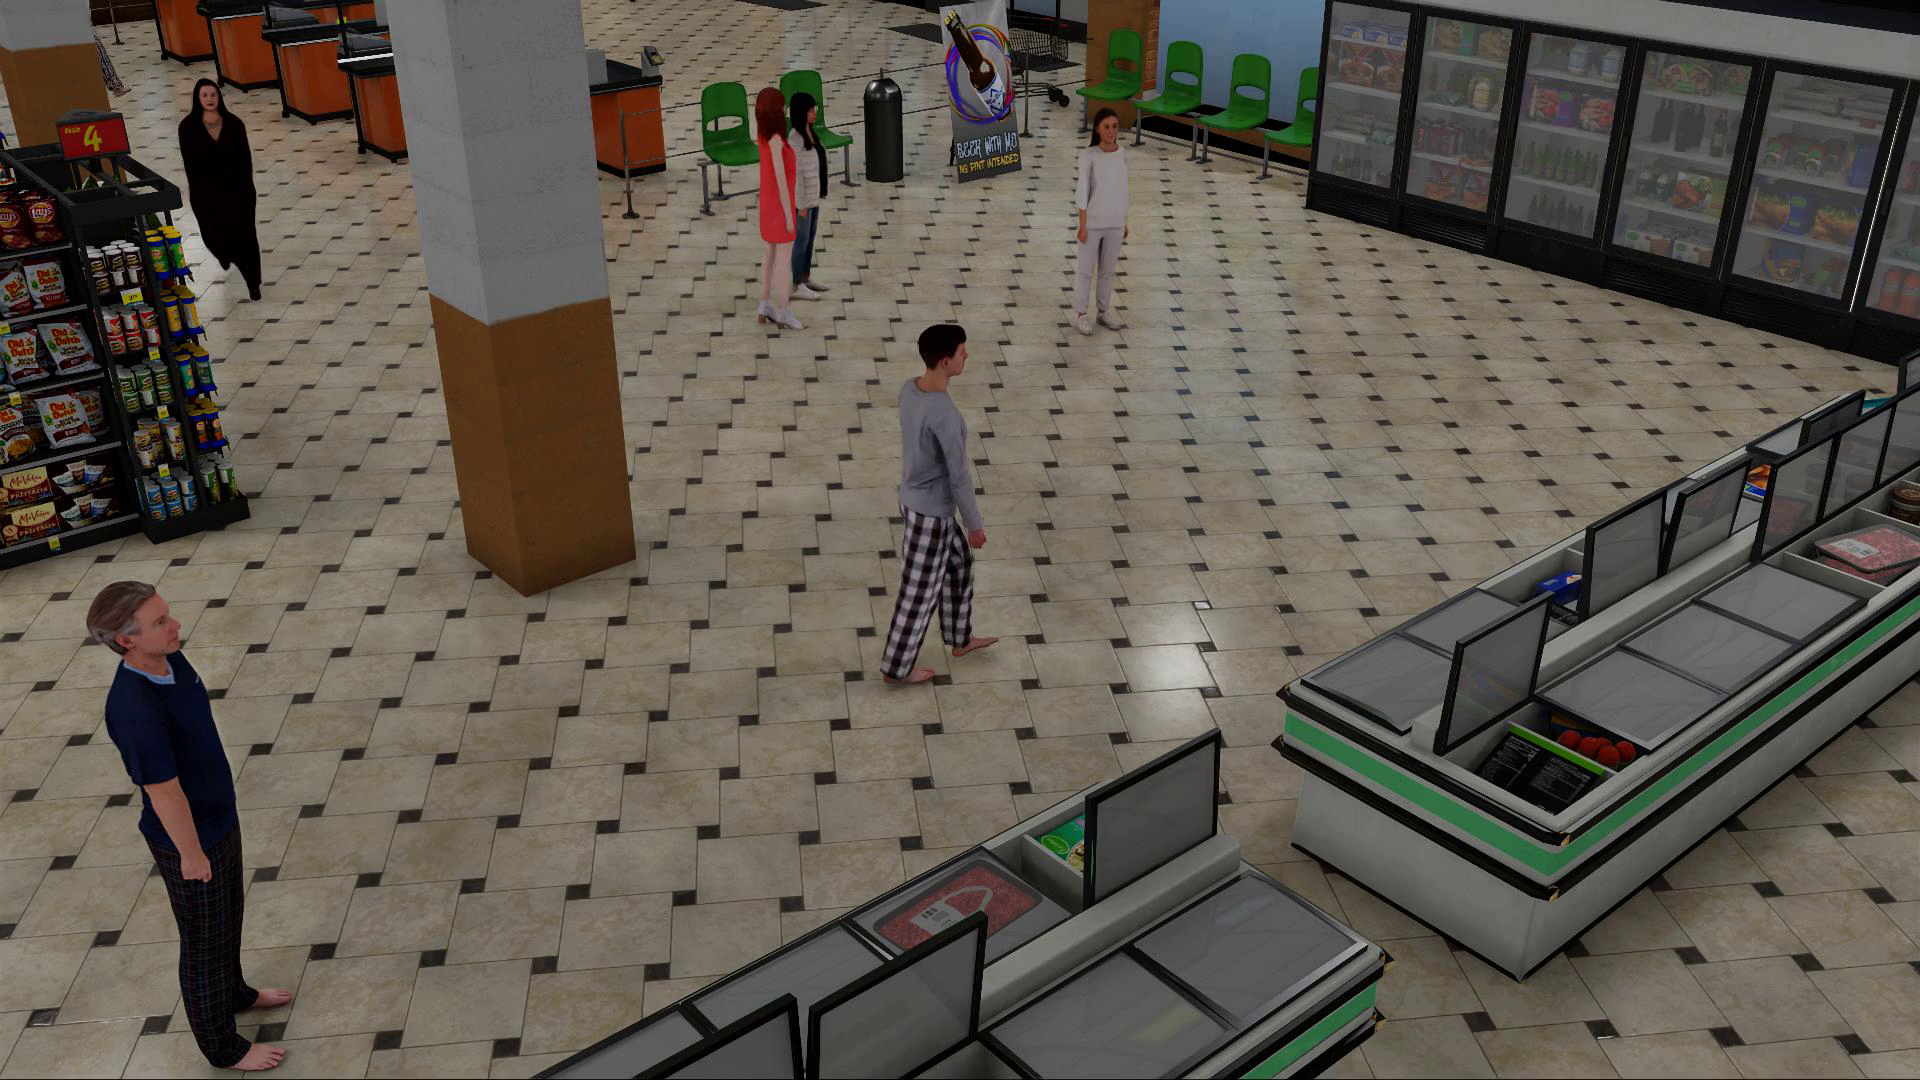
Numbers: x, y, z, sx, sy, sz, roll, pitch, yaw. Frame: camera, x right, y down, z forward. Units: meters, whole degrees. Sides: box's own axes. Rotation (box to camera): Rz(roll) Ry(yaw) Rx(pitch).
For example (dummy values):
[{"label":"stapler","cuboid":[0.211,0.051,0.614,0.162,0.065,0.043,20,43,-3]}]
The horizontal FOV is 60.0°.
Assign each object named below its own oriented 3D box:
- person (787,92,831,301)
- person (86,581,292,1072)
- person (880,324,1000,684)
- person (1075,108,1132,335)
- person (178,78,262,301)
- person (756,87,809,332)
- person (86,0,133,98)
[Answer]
[{"label":"person","cuboid":[-1.234,-2.750,13.269,0.772,1.635,0.688,4,27,8]},{"label":"person","cuboid":[-2.626,0.970,5.672,0.711,1.872,0.737,-6,28,-12]},{"label":"person","cuboid":[-0.222,-0.124,7.880,1.009,1.825,0.828,-10,29,-19]},{"label":"person","cuboid":[1.064,-2.404,12.527,0.554,1.688,0.704,-12,29,-23]},{"label":"person","cuboid":[-5.880,-2.783,13.221,0.914,1.737,0.855,-13,30,-24]},{"label":"person","cuboid":[-1.401,-2.487,12.533,0.652,1.832,0.668,-10,29,-20]},{"label":"person","cuboid":[-10.586,-6.055,19.782,1.111,1.639,1.134,7,28,14]}]
